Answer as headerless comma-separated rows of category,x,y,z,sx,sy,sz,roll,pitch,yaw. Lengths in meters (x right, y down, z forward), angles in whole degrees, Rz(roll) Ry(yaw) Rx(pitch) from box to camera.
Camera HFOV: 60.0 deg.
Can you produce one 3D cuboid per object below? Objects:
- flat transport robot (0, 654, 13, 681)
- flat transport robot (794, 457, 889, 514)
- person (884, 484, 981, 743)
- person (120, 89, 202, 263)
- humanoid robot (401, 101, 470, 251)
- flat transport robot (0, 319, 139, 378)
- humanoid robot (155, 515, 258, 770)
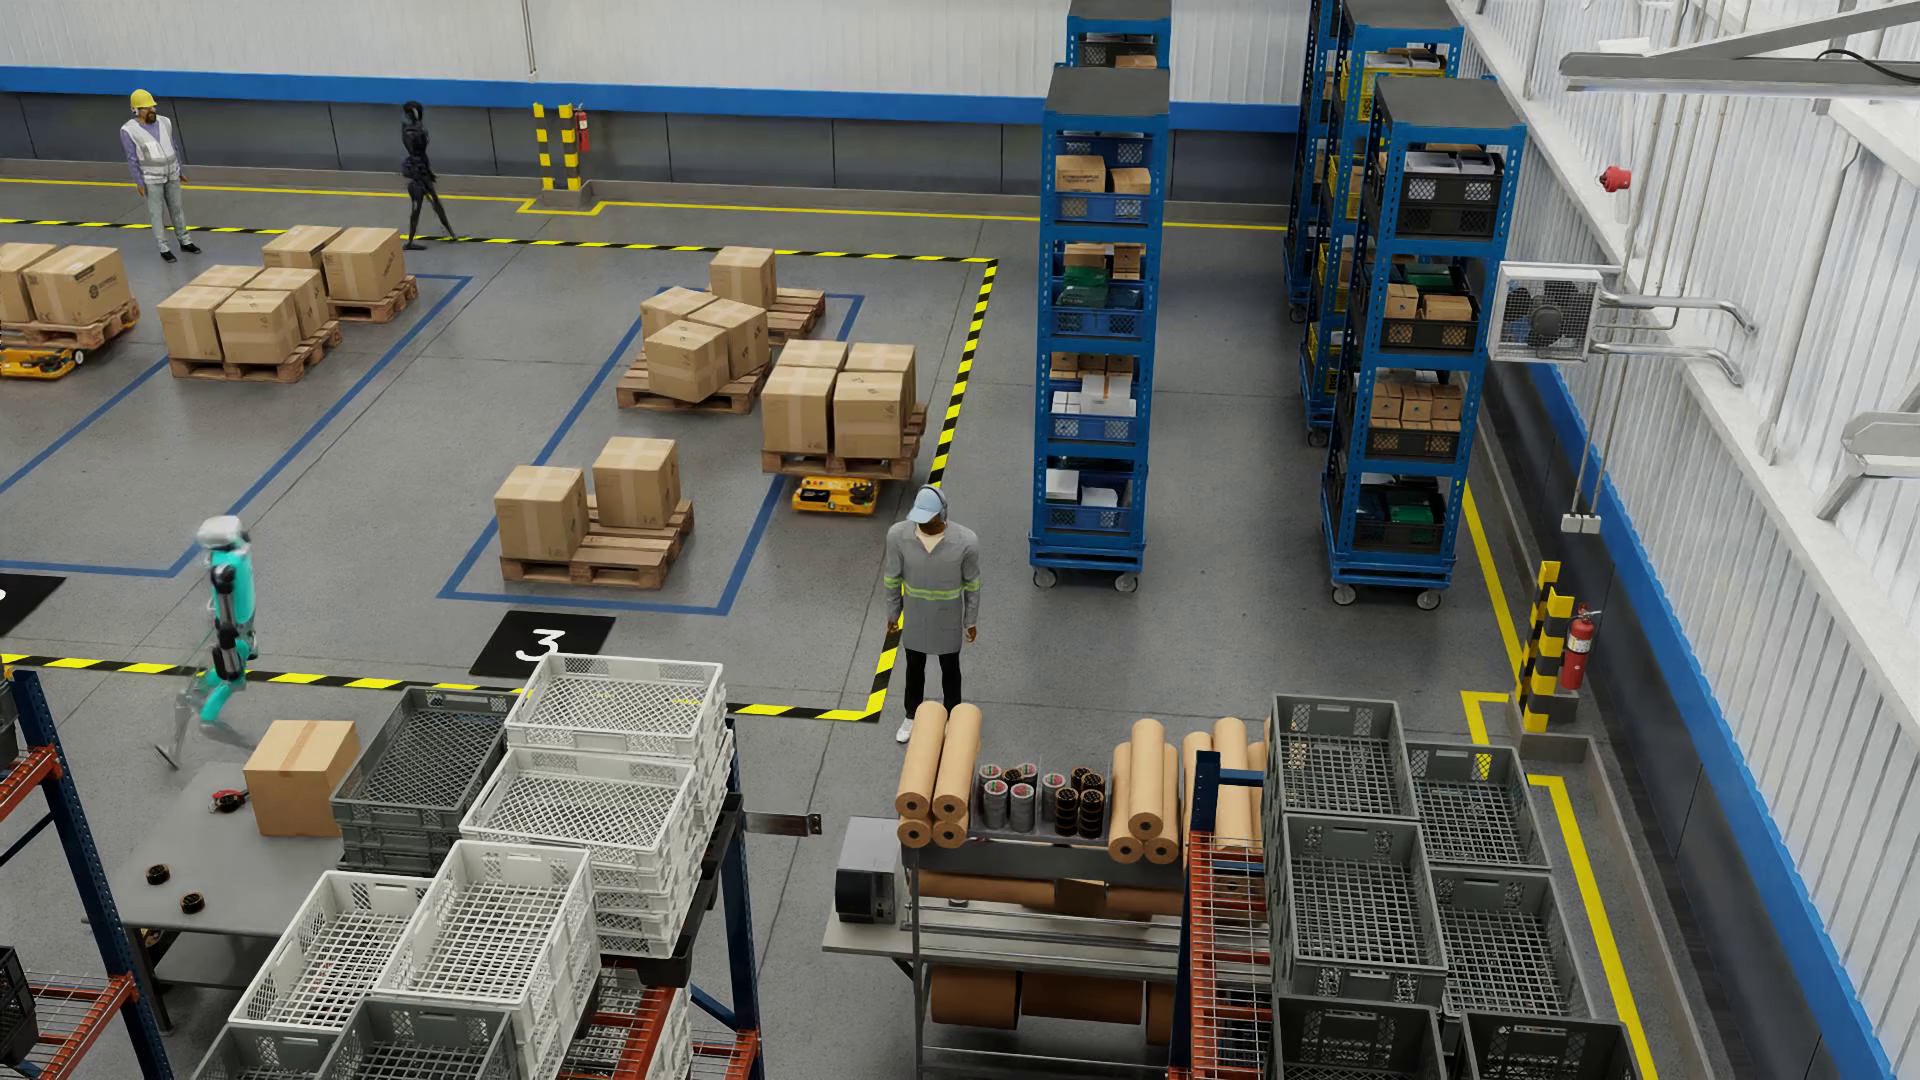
flat transport robot,-7.142,0.969,11.010,1.431,0.231,0.659,3,30,6
flat transport robot,-0.937,-0.660,13.779,0.652,0.197,1.431,3,30,6
person,-0.177,0.474,10.286,0.597,1.849,0.390,5,31,8
person,-8.577,-3.911,17.832,0.404,1.836,0.590,18,35,28
humanoid robot,-5.825,-3.960,18.096,0.711,1.629,0.611,-2,30,-3
flat transport robot,-8.599,-1.945,15.987,0.652,0.197,1.431,3,30,6
humanoid robot,-4.635,0.700,10.047,0.965,1.776,0.556,-5,31,-9
